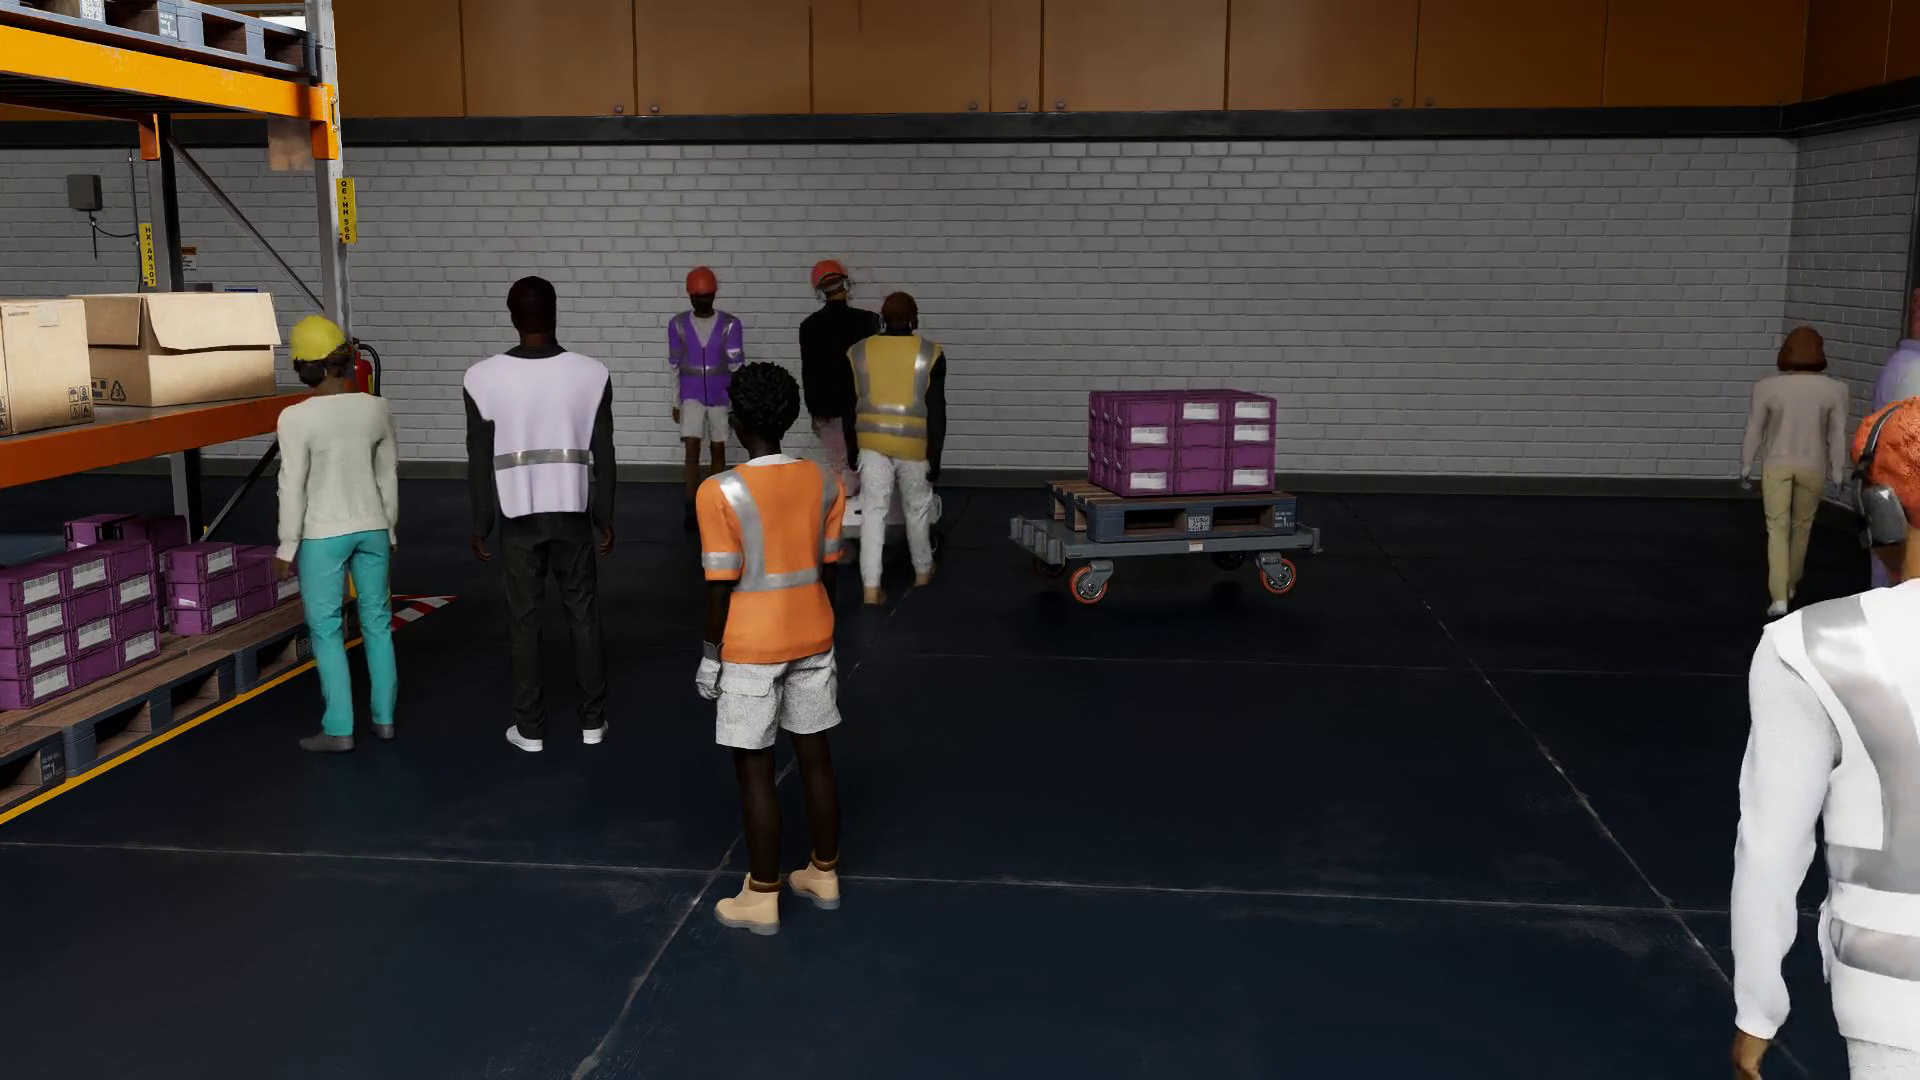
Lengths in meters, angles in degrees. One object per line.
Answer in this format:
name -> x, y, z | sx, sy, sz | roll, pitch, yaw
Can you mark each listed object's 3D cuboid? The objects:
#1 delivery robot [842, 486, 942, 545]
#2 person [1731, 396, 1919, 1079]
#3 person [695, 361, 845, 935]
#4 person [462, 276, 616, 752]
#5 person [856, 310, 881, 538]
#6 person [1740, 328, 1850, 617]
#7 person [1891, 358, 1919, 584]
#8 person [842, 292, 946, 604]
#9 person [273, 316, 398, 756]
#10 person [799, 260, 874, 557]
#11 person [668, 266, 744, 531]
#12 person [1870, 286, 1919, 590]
delivery robot -> -0.483, -0.179, 10.822 | 0.707, 0.478, 0.477 | -1, 10, -7
person -> 1.483, 0.699, 2.482 | 0.606, 1.813, 1.030 | 1, 10, 5
person -> -0.564, 0.319, 4.966 | 0.318, 1.695, 0.539 | 9, 14, 43
person -> -1.680, -0.096, 6.721 | 0.590, 1.916, 0.393 | -4, 11, -22
person -> -0.660, -0.785, 11.524 | 0.448, 1.614, 0.522 | -7, 12, -33
person -> 4.646, -0.384, 9.290 | 0.513, 1.590, 0.862 | 3, 10, 18
person -> 3.754, -0.056, 6.135 | 0.682, 2.000, 0.858 | 2, 10, 12
person -> -0.382, -0.545, 9.703 | 0.636, 1.786, 1.007 | 1, 10, 8
person -> -2.494, -0.009, 6.707 | 0.331, 1.755, 0.560 | 7, 12, 35
person -> -0.794, -0.840, 10.945 | 0.660, 1.969, 0.365 | 9, 14, 43
person -> -1.828, -1.008, 11.985 | 0.553, 1.893, 0.891 | -1, 10, -4
person -> 3.870, -0.091, 6.722 | 0.403, 1.907, 0.645 | 5, 11, 28
